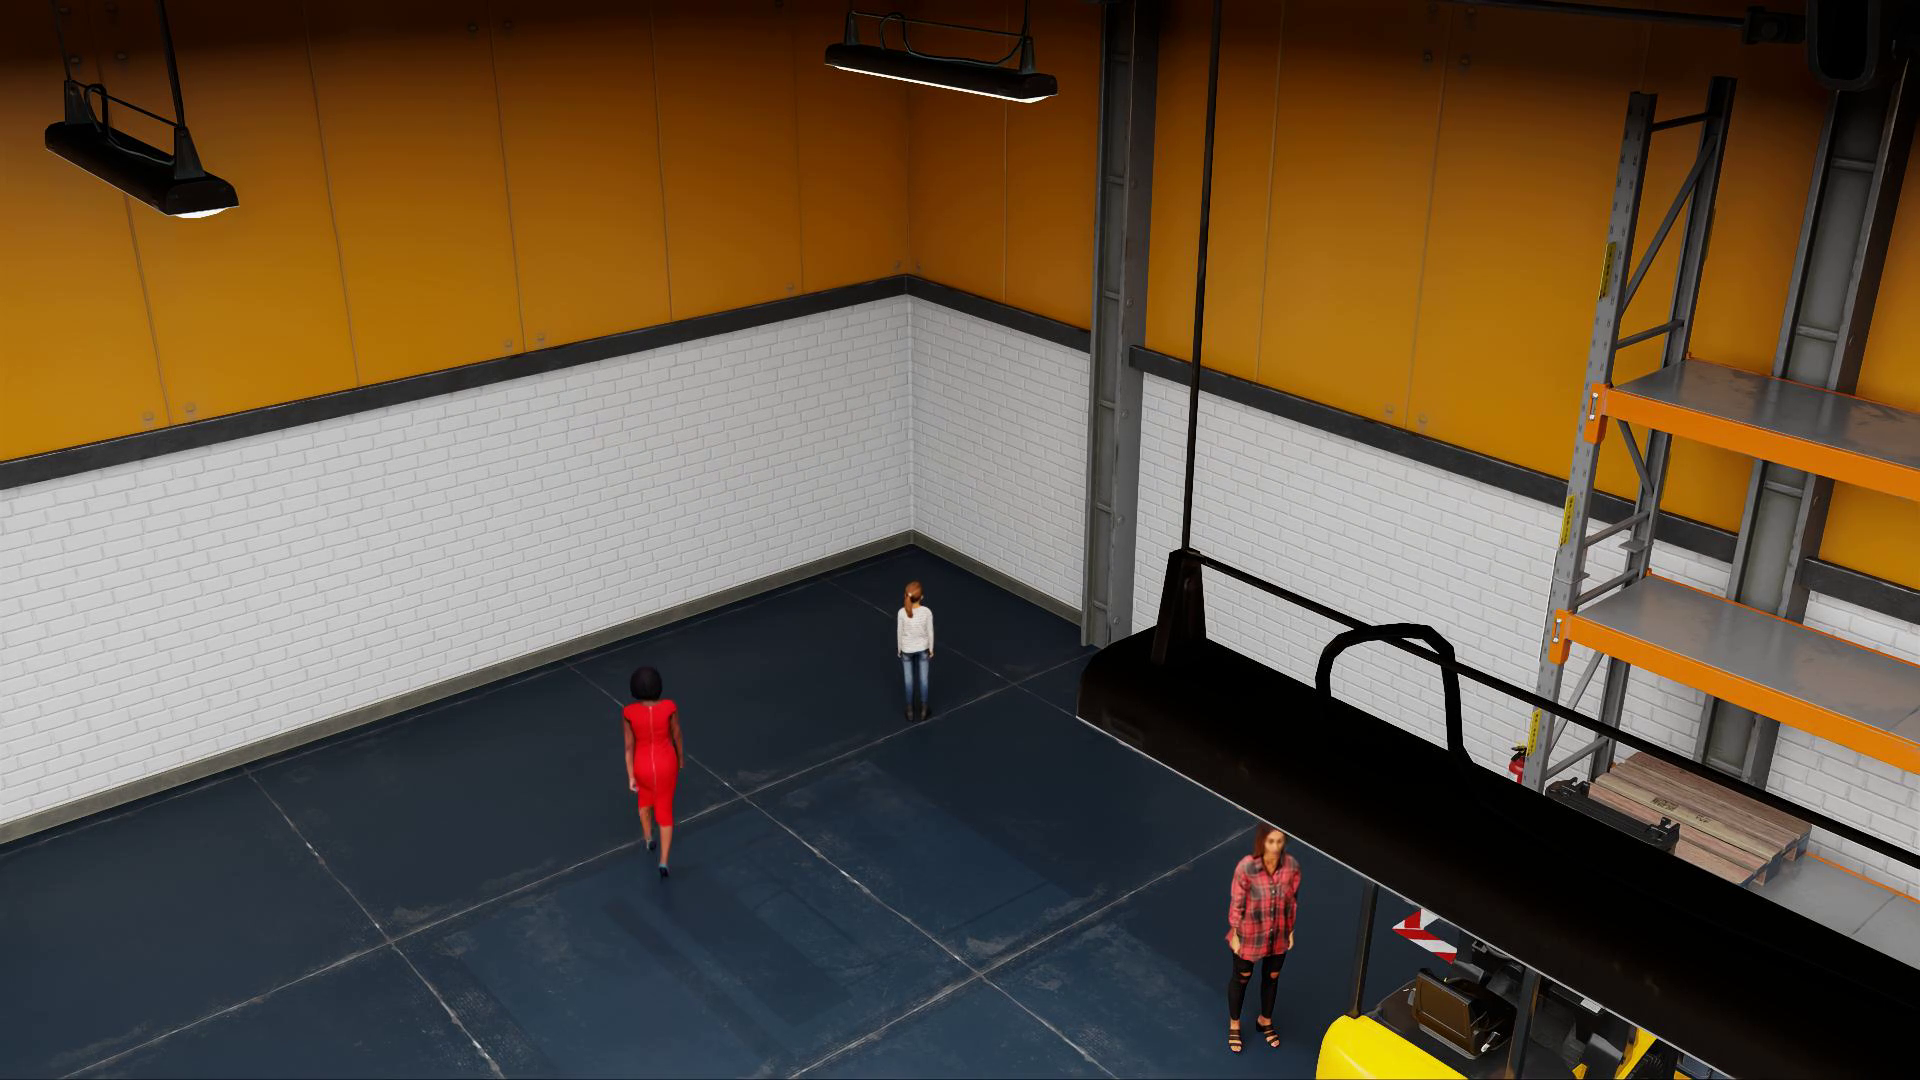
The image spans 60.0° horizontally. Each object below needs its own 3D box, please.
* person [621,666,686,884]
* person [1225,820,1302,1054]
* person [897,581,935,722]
[{"bbox_3d":[-2.256,1.766,12.345,0.796,1.725,0.904,-3,24,-7],"label":"person"},{"bbox_3d":[1.934,2.514,10.662,0.696,1.703,0.709,-4,24,-9],"label":"person"},{"bbox_3d":[-0.397,0.975,14.667,0.553,1.315,0.605,0,24,-1],"label":"person"}]
